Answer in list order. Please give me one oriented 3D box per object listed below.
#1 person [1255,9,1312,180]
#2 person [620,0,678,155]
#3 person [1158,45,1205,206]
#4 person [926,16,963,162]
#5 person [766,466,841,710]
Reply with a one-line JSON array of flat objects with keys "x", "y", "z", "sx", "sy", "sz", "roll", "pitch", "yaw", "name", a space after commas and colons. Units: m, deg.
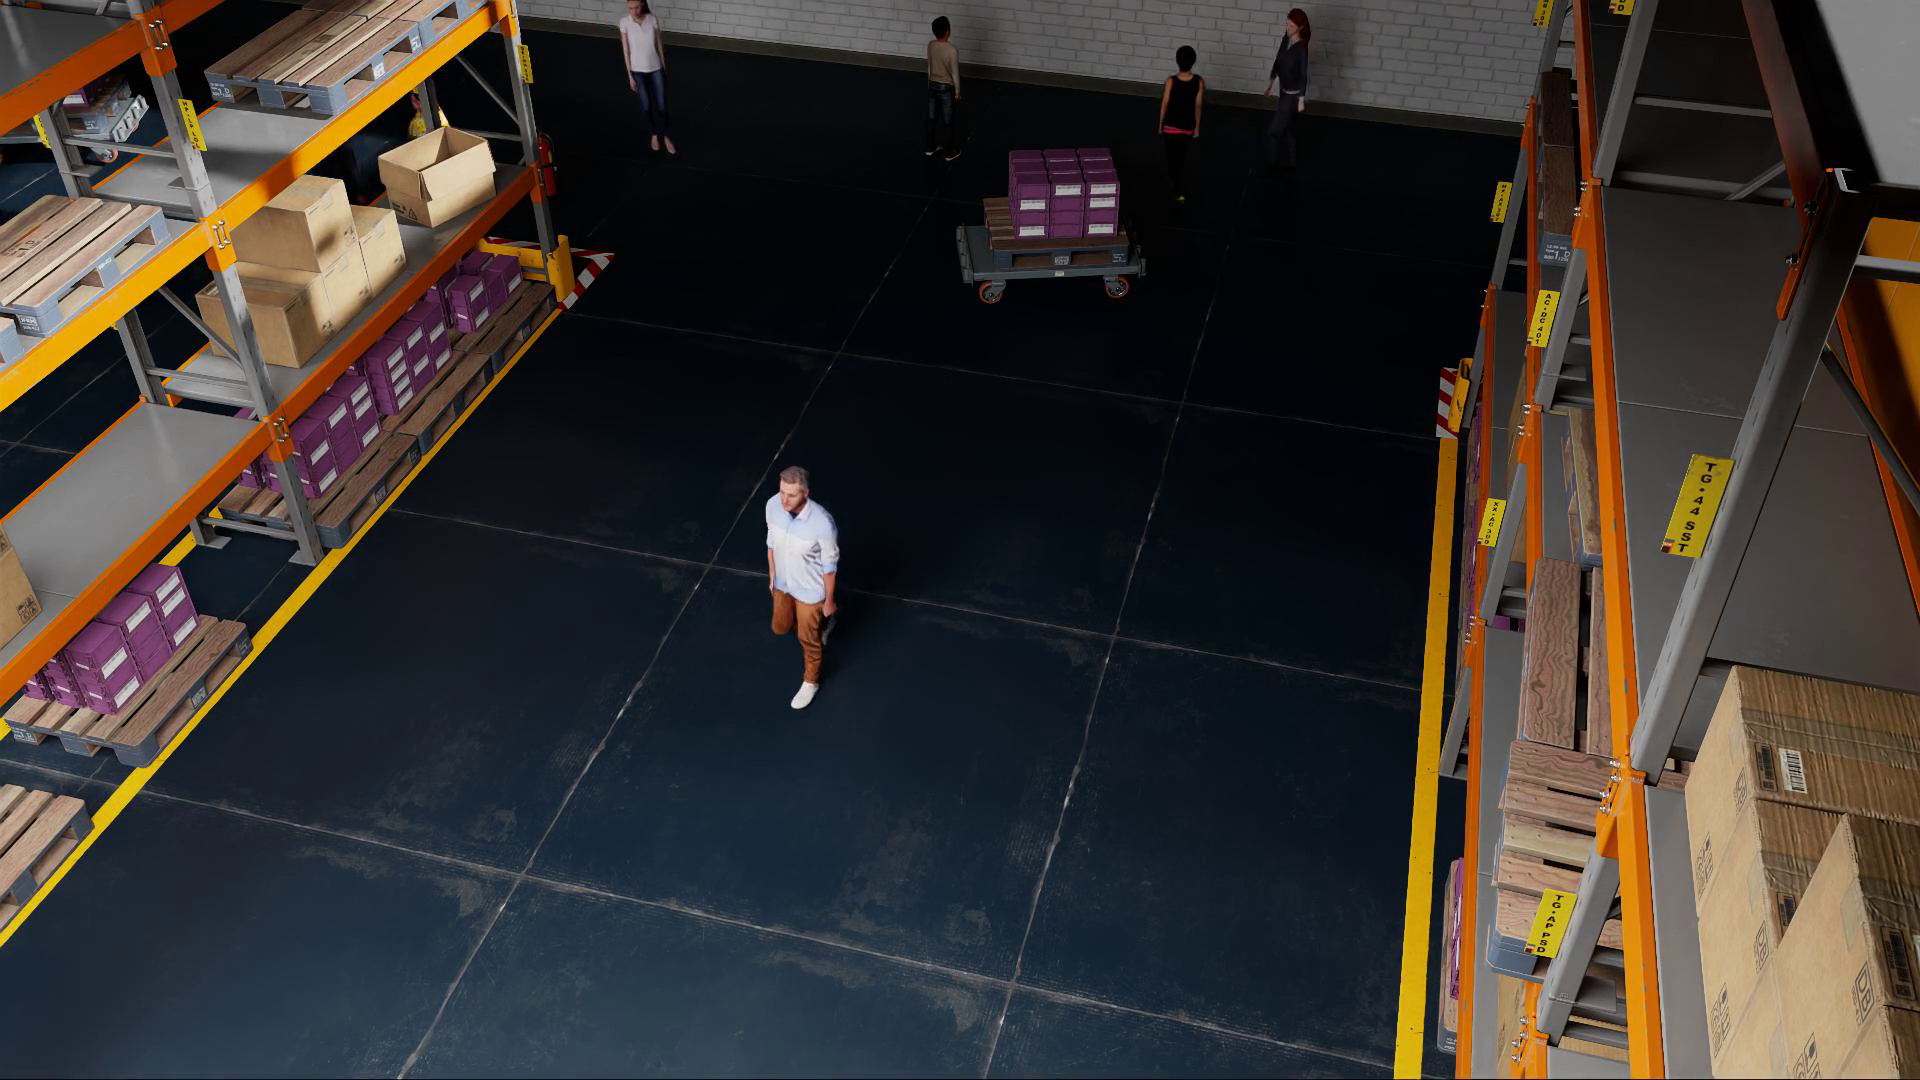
[{"x": 3.353, "y": -4.414, "z": 16.493, "sx": 0.821, "sy": 1.756, "sz": 0.777, "roll": -5, "pitch": 39, "yaw": -6, "name": "person"}, {"x": -3.235, "y": -4.816, "z": 17.029, "sx": 0.728, "sy": 1.716, "sz": 0.799, "roll": -10, "pitch": 40, "yaw": -12, "name": "person"}, {"x": 2.157, "y": -4.002, "z": 16.169, "sx": 0.806, "sy": 1.517, "sz": 1.094, "roll": -5, "pitch": 39, "yaw": -6, "name": "person"}, {"x": -0.192, "y": -4.608, "z": 16.974, "sx": 0.590, "sy": 1.459, "sz": 0.577, "roll": 22, "pitch": 43, "yaw": 25, "name": "person"}, {"x": -0.969, "y": 0.224, "z": 10.639, "sx": 0.849, "sy": 1.814, "sz": 0.980, "roll": 22, "pitch": 44, "yaw": 25, "name": "person"}]
